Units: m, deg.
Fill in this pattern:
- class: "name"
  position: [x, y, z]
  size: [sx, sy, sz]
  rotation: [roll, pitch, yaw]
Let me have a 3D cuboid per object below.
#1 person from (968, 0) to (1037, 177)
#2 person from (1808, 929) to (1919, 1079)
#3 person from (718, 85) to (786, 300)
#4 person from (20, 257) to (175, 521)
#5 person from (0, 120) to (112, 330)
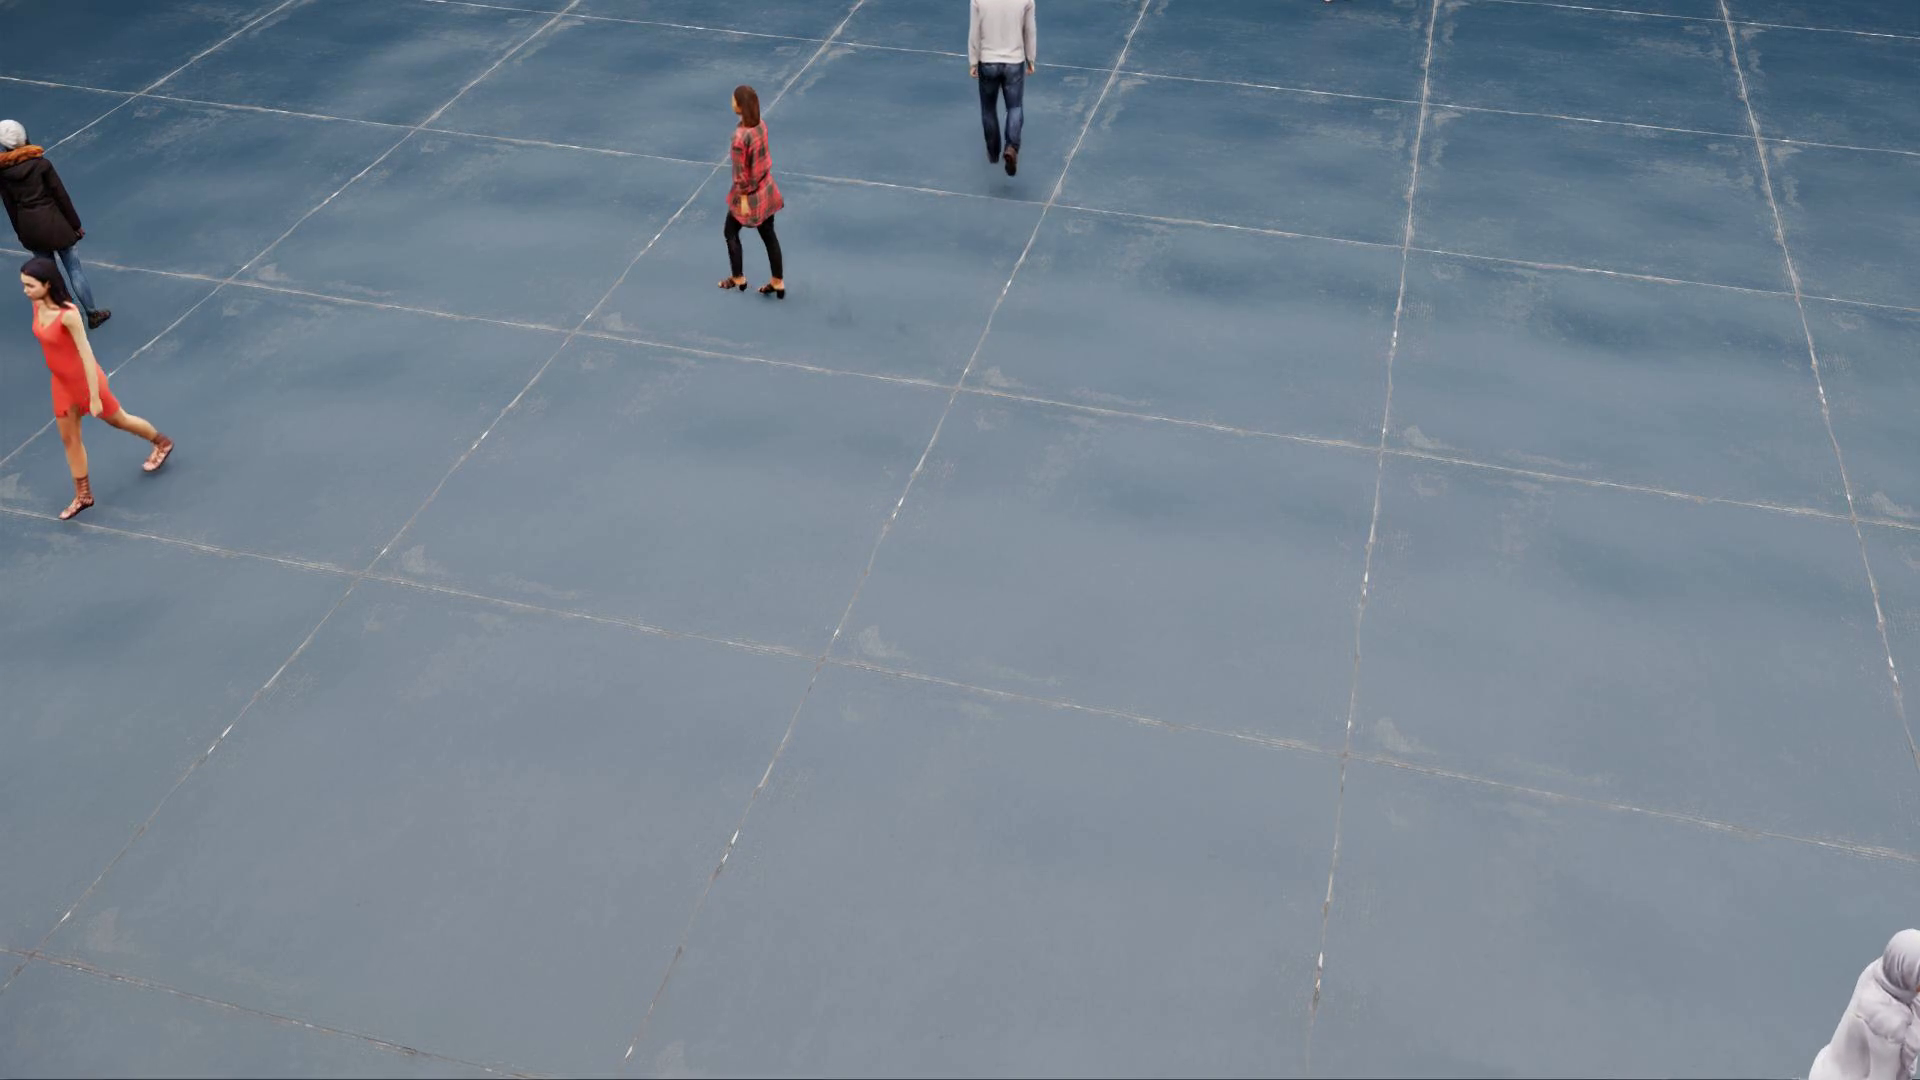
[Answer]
- class: "person"
  position: [0.358, -4.016, 14.158]
  size: [0.924, 1.888, 1.157]
  rotation: [-1, 38, -1]
- class: "person"
  position: [3.354, 2.088, 6.454]
  size: [0.752, 1.767, 0.635]
  rotation: [25, 44, 28]
- class: "person"
  position: [-1.478, -2.565, 12.467]
  size: [0.768, 1.685, 0.757]
  rotation: [16, 41, 20]
- class: "person"
  position: [-5.466, -1.019, 10.497]
  size: [0.758, 1.679, 1.163]
  rotation: [18, 41, 21]
- class: "person"
  position: [-6.686, -2.294, 12.162]
  size: [0.715, 1.635, 0.718]
  rotation: [-4, 38, -5]
